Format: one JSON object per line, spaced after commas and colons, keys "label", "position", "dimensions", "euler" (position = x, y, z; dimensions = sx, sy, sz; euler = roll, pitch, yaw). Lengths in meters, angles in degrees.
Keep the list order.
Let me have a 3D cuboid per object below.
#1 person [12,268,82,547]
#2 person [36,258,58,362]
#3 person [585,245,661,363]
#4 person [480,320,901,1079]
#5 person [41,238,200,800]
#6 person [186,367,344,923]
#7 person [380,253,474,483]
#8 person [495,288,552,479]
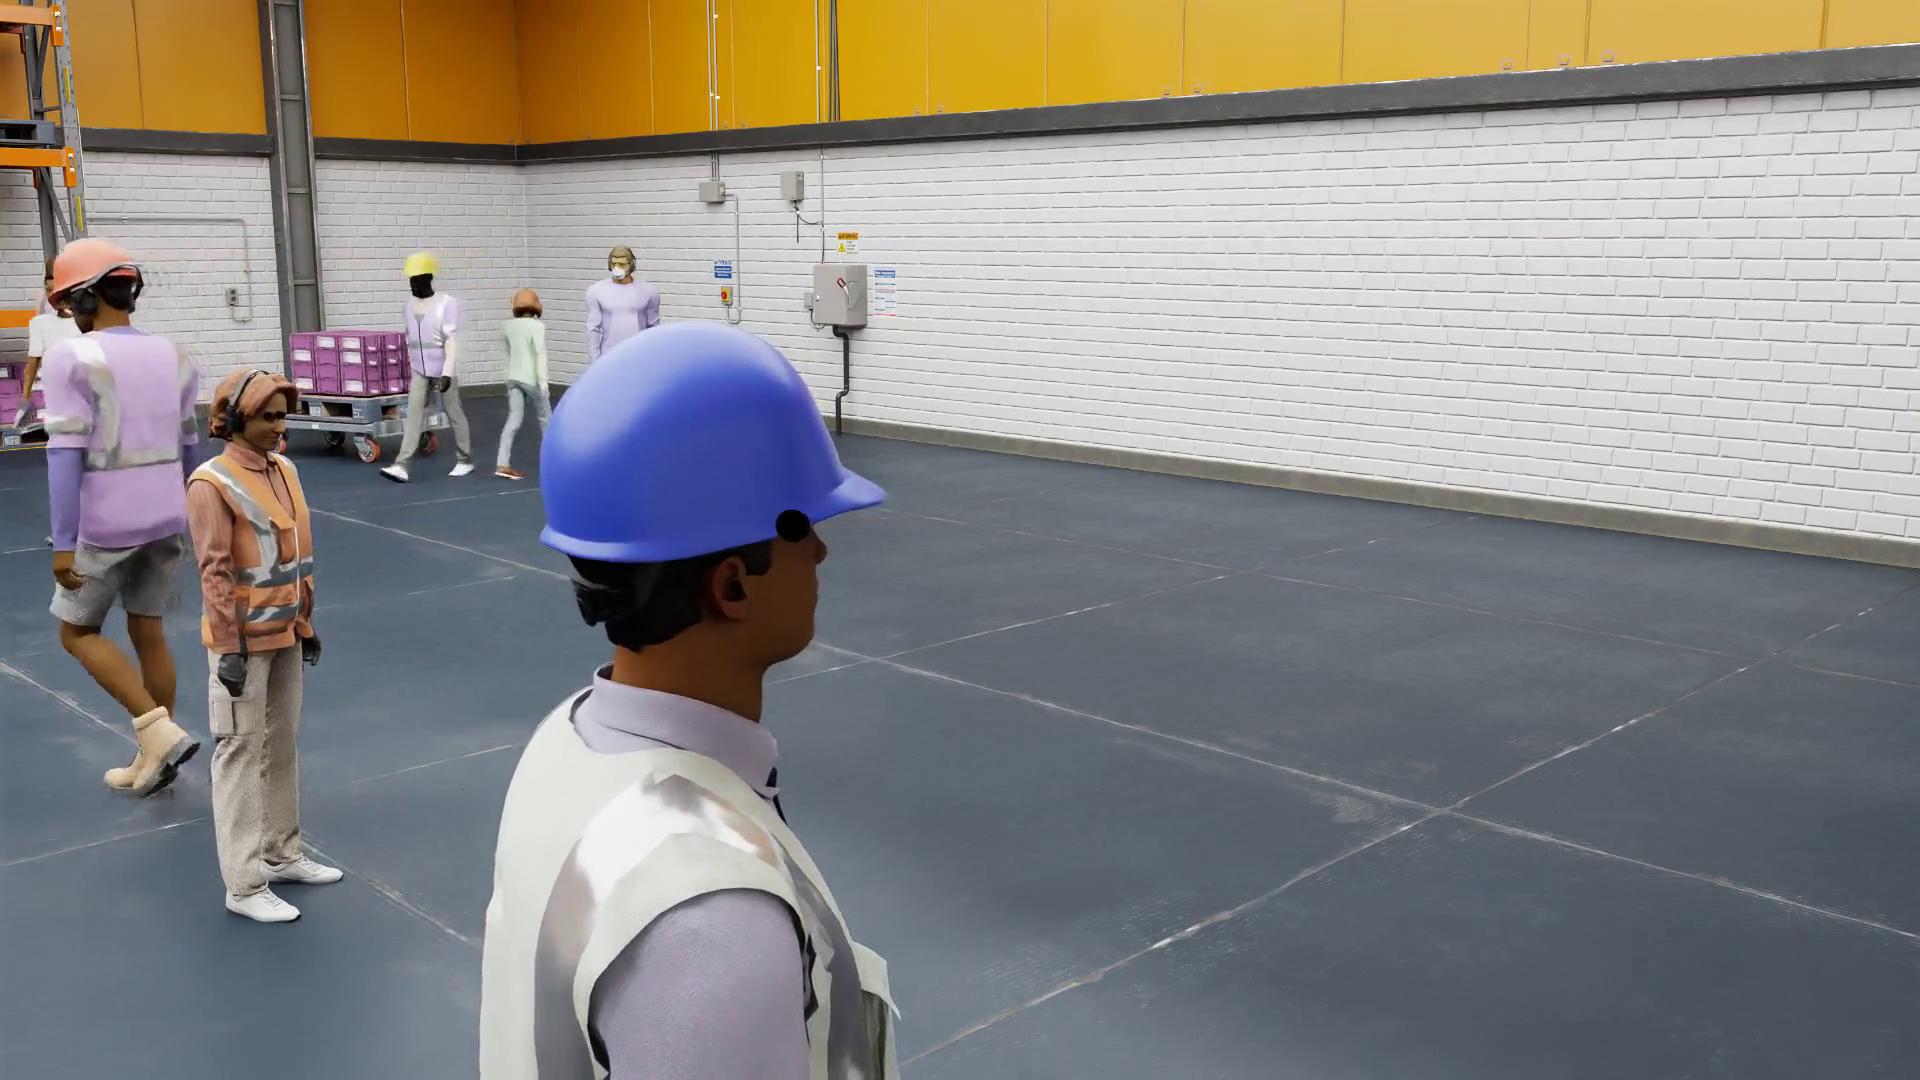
{"label": "person", "position": [-5.763, -0.841, 10.740], "dimensions": [0.537, 1.821, 0.993], "euler": [0, 10, 1]}
{"label": "person", "position": [-7.972, -1.598, 14.843], "dimensions": [0.430, 1.836, 0.619], "euler": [-7, 13, -35]}
{"label": "person", "position": [-2.834, -1.513, 14.081], "dimensions": [0.630, 1.936, 0.369], "euler": [-3, 11, -17]}
{"label": "person", "position": [-0.234, 0.782, 1.526], "dimensions": [0.376, 1.950, 0.613], "euler": [-4, 11, -22]}
{"label": "person", "position": [-2.958, -0.051, 5.913], "dimensions": [0.564, 2.007, 0.657], "euler": [4, 11, 21]}
{"label": "person", "position": [-2.091, 0.304, 4.980], "dimensions": [0.310, 1.640, 0.514], "euler": [1, 10, 4]}
{"label": "person", "position": [-4.371, -1.406, 13.689], "dimensions": [0.609, 1.865, 1.017], "euler": [4, 11, 20]}
{"label": "person", "position": [-3.629, -1.314, 13.955], "dimensions": [0.552, 1.577, 0.862], "euler": [7, 12, 32]}
